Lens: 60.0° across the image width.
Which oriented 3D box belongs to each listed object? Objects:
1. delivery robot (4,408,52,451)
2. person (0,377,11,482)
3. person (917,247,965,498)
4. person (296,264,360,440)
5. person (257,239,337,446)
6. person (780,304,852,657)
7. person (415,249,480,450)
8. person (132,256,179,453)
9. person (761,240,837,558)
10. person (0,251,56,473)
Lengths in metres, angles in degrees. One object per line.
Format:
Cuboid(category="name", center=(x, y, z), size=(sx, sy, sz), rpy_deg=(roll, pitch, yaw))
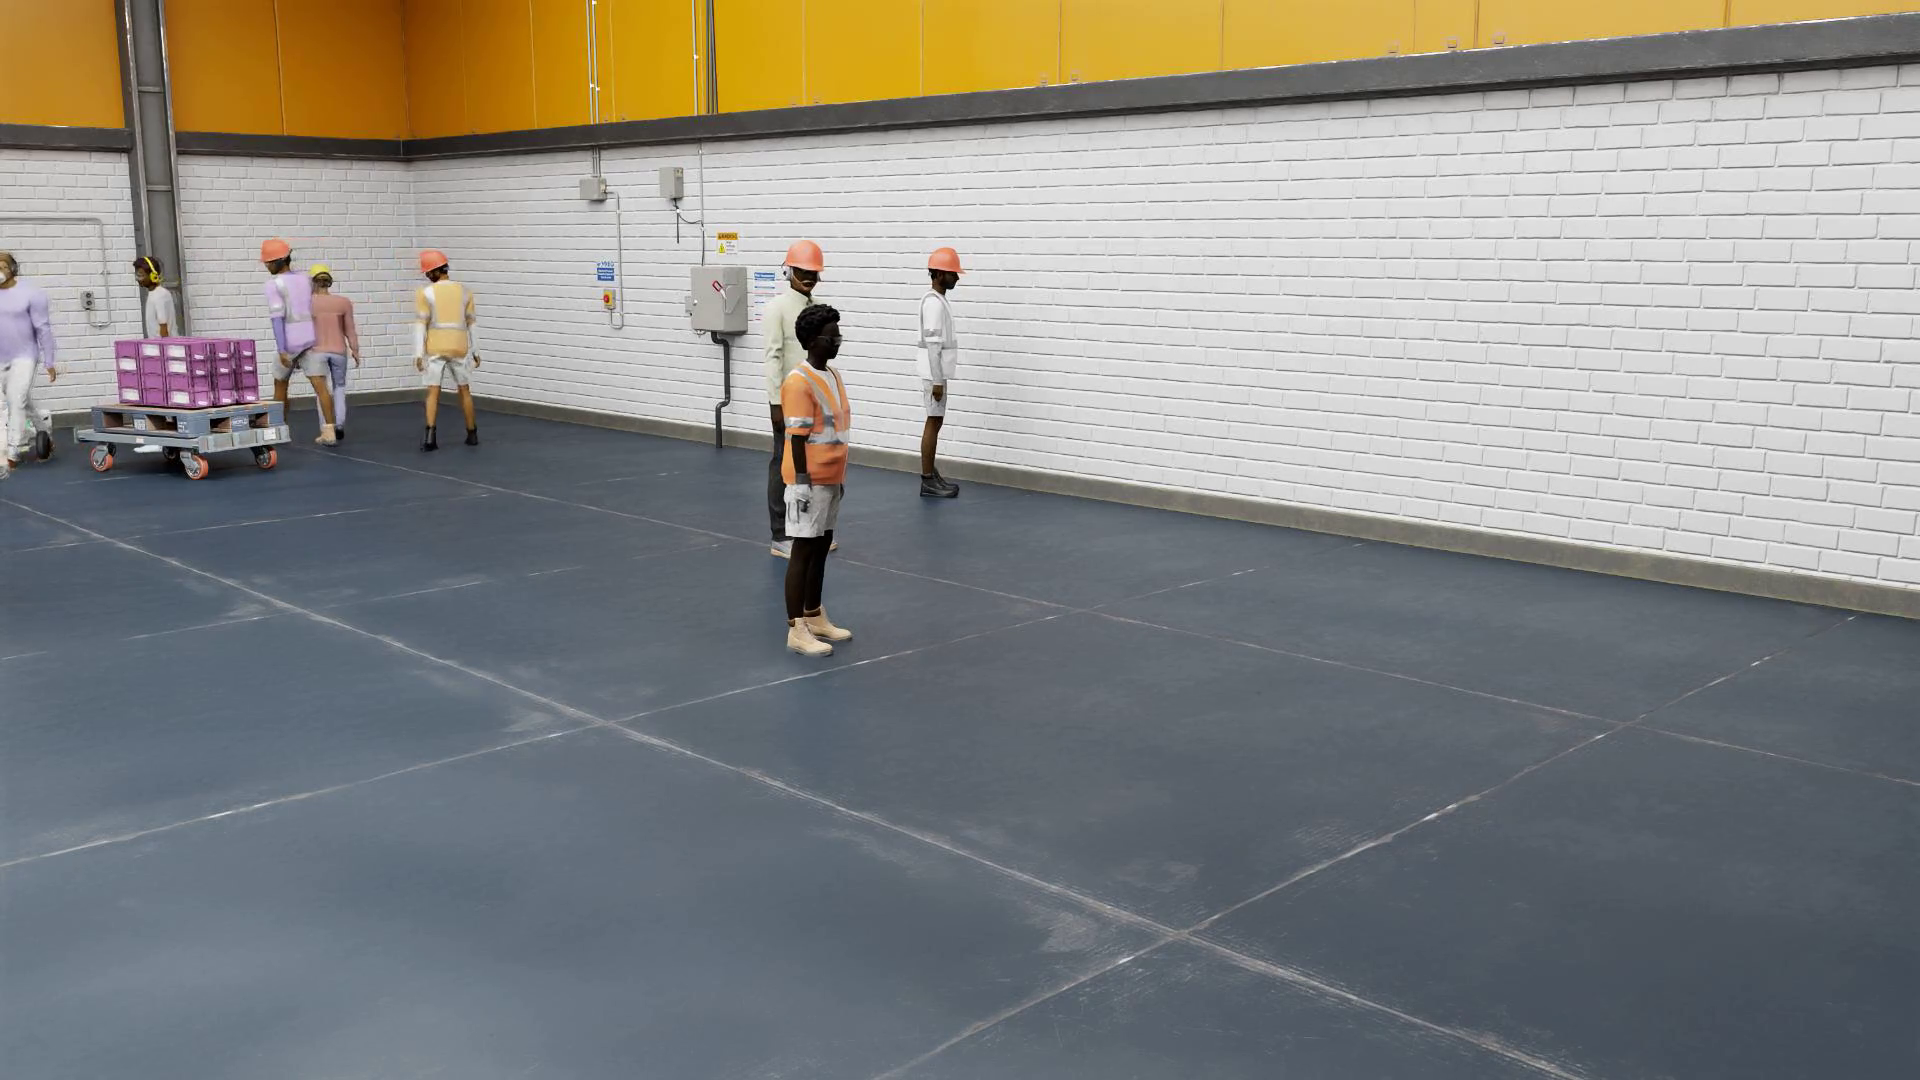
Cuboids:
Cuboid(category="delivery robot", center=(-8.500, -1.052, 15.080), size=(0.477, 0.478, 0.707), rpy_deg=(-3, 11, -16))
Cuboid(category="person", center=(-5.608, -0.462, 9.289), size=(0.513, 1.590, 0.846), rpy_deg=(-6, 12, -31))
Cuboid(category="person", center=(-0.145, -1.292, 12.902), size=(0.381, 1.929, 0.544), rpy_deg=(0, 10, 0))
Cuboid(category="person", center=(-6.176, -1.812, 16.218), size=(0.579, 1.743, 0.491), rpy_deg=(-7, 12, -33))
Cuboid(category="person", center=(-6.428, -1.892, 16.015), size=(1.008, 1.978, 0.651), rpy_deg=(6, 12, 28))
Cuboid(category="person", center=(-0.693, -0.295, 8.093), size=(0.317, 1.695, 0.540), rpy_deg=(3, 11, 16))
Cuboid(category="person", center=(-4.844, -1.799, 15.768), size=(0.646, 1.903, 0.639), rpy_deg=(-6, 12, -28))
Cuboid(category="person", center=(-7.348, -1.727, 15.512), size=(0.736, 1.835, 0.574), rpy_deg=(-4, 11, -21))
Cuboid(category="person", center=(-1.002, -0.889, 10.533), size=(0.392, 1.990, 0.612), rpy_deg=(6, 12, 31))
Cuboid(category="person", center=(-8.229, -1.568, 14.504), size=(0.647, 1.902, 1.013), rpy_deg=(0, 10, 1))
